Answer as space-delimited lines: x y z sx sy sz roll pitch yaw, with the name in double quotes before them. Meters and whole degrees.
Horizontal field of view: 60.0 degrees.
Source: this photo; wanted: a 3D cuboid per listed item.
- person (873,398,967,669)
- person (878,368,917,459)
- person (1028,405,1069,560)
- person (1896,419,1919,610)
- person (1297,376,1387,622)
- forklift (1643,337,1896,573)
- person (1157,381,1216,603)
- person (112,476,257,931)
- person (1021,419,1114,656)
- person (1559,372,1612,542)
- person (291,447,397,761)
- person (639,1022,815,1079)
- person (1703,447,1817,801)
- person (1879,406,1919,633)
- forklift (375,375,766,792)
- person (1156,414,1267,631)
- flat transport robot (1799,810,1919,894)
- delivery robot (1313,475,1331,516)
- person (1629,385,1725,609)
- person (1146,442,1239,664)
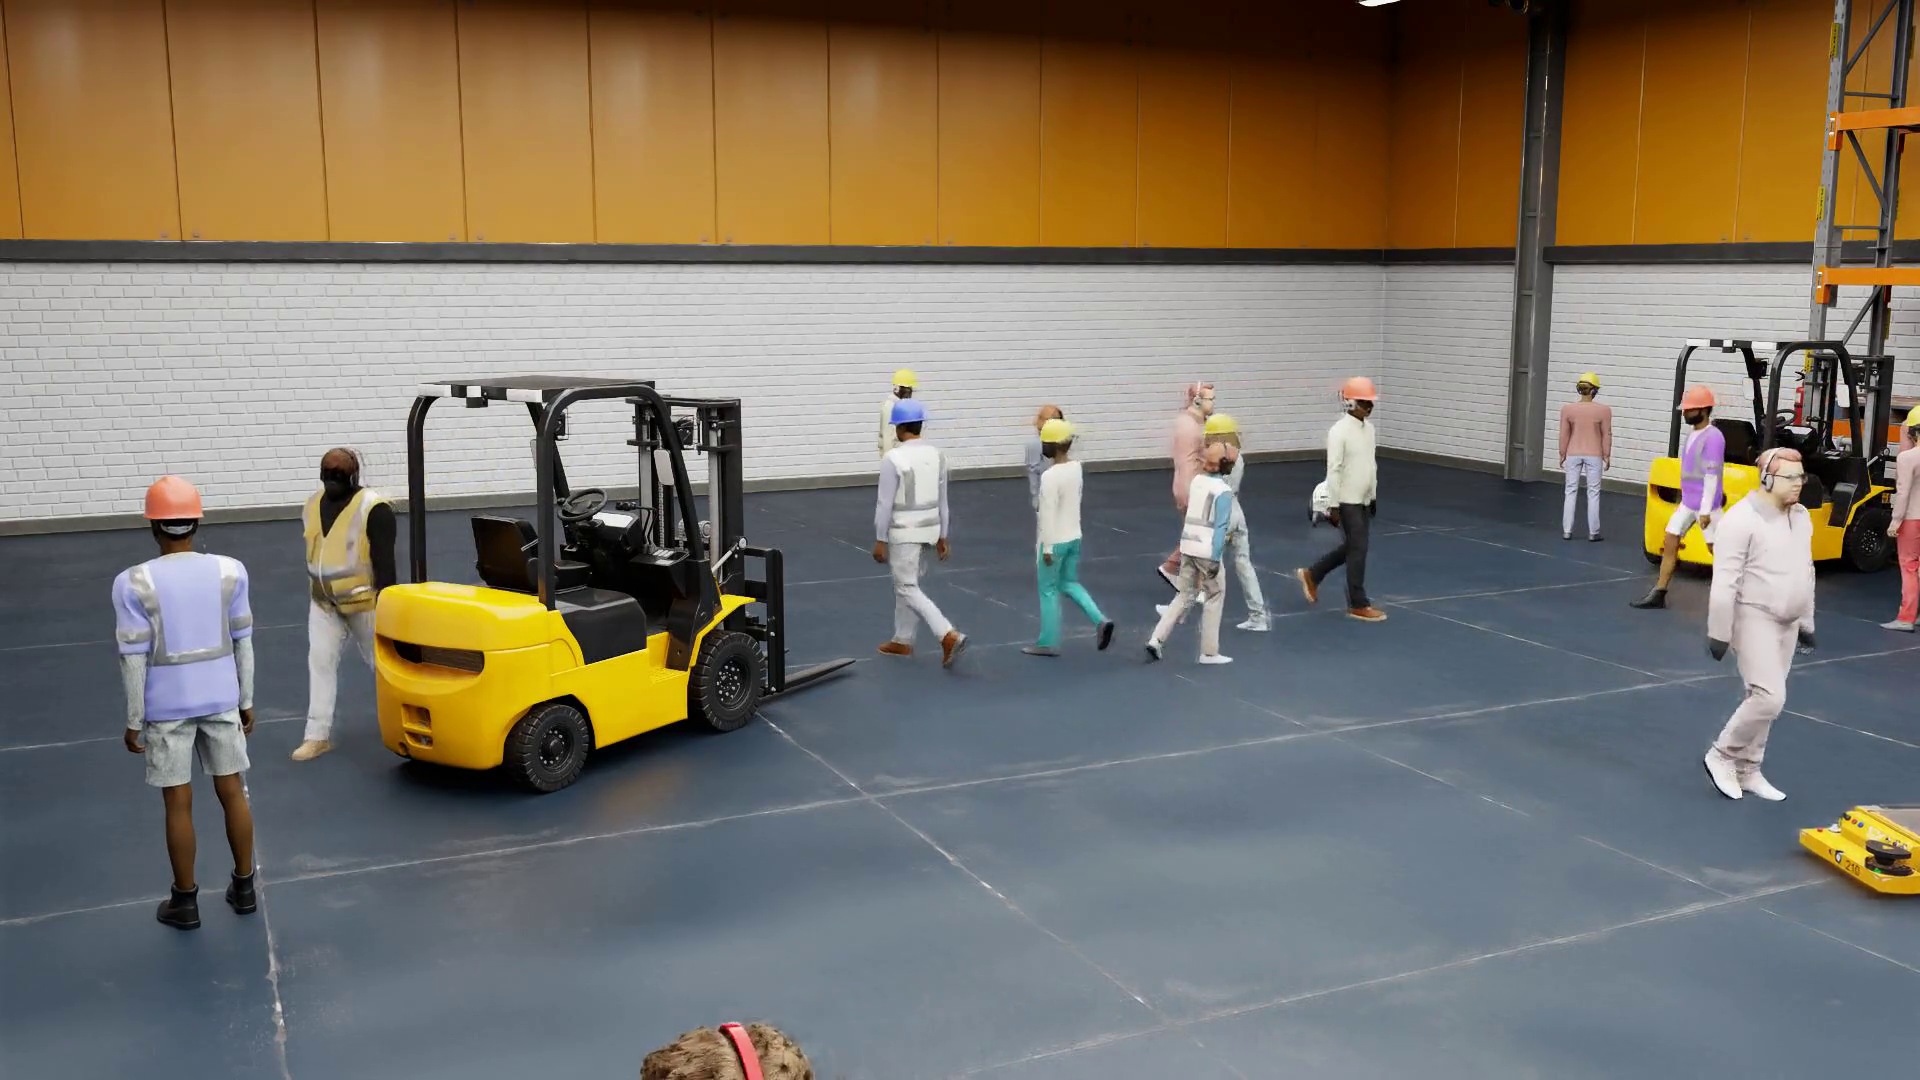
"person" -0.283 -0.042 11.740 0.853 1.913 0.606 7 12 39
"person" -0.633 -0.889 17.306 0.416 1.813 0.659 2 9 14
"person" 0.821 -0.398 14.830 0.535 1.620 0.340 -8 12 -42
"person" 7.942 -0.369 13.511 0.608 1.996 0.381 7 11 36
"person" 3.120 -0.349 13.476 0.778 1.970 0.626 8 12 39
"forklift" 7.551 -0.789 15.507 2.313 2.155 1.214 -4 10 -25
"person" 1.976 -0.406 14.073 0.464 1.888 0.664 2 9 14
"person" -3.304 0.692 7.112 0.547 1.938 0.379 -8 12 -41
"person" 0.761 -0.002 11.974 0.606 1.750 0.537 6 11 34
"person" 6.497 -0.859 17.295 0.524 1.759 0.328 5 11 30
"person" -3.547 0.331 9.809 0.639 1.803 0.929 3 10 20
"person" -0.370 1.539 2.224 0.795 1.817 0.608 -5 10 -28
"person" 4.256 0.455 8.739 0.646 1.892 0.431 -6 11 -33
"person" 7.434 -0.160 12.934 0.526 1.765 0.329 -3 10 -20
"forklift" -2.268 0.149 9.685 1.214 2.155 2.313 6 11 32
"person" 2.029 -0.140 13.036 0.909 1.691 0.496 8 12 42
"flat transport robot" 4.783 1.422 7.738 1.431 0.197 0.652 0 9 -3
"delivery robot" 4.091 -0.483 18.372 0.477 0.478 0.707 2 9 15
"person" 6.121 -0.331 13.658 0.996 1.887 0.549 0 9 0
"person" 1.650 0.104 11.784 0.581 1.608 0.531 -4 10 -24
